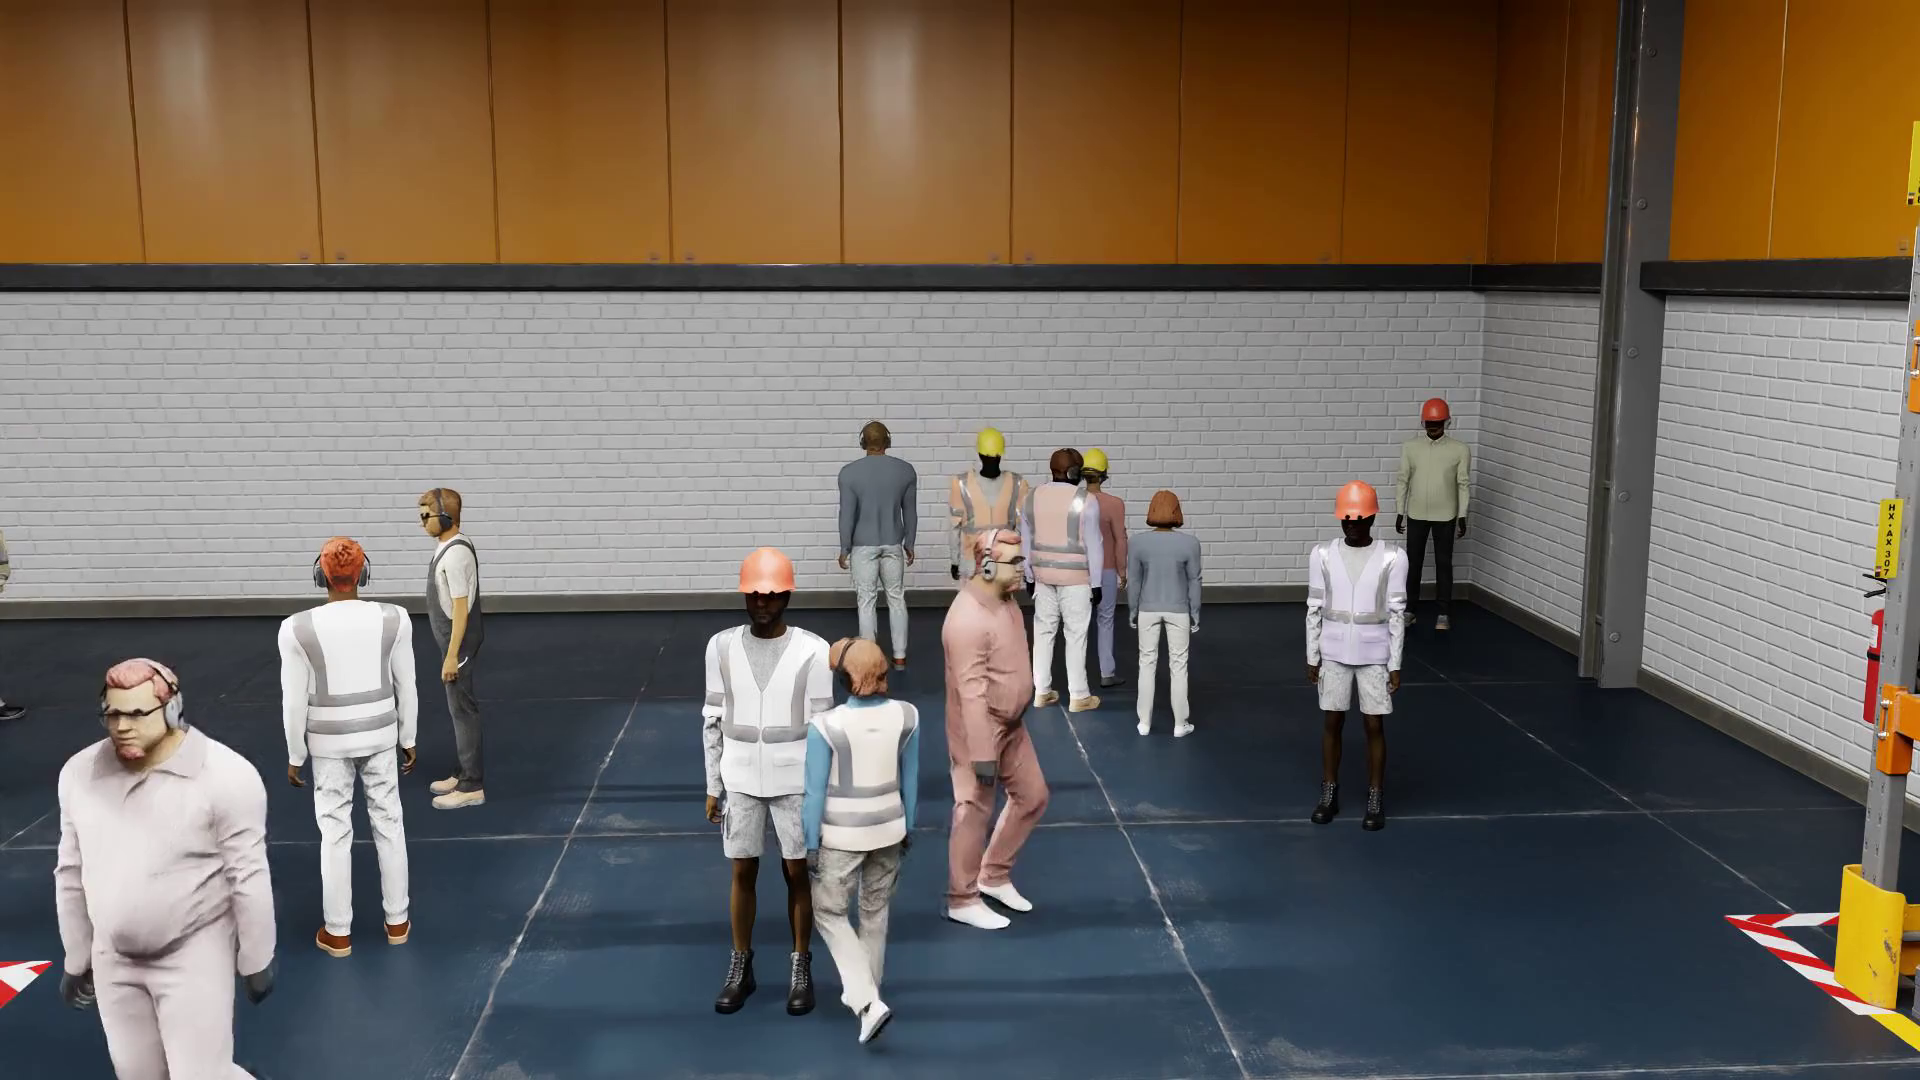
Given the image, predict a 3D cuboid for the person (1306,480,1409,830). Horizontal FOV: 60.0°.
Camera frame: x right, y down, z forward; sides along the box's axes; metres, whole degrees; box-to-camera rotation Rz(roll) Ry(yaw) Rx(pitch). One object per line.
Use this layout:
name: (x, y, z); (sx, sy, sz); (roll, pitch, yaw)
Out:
person: (2.158, 0.630, 9.116); (0.542, 1.933, 0.382); (4, 10, 23)

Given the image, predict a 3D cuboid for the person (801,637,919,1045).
person: (-0.379, 1.185, 6.582); (0.523, 1.631, 0.552); (-5, 11, -31)

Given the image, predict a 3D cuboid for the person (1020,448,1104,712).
person: (0.730, 0.274, 11.628); (0.631, 1.840, 0.428); (6, 11, 33)

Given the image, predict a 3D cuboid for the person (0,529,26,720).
person: (-6.703, 0.320, 11.348); (0.592, 1.837, 0.404); (8, 12, 40)

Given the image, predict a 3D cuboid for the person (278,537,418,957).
person: (-2.717, 0.919, 7.444); (0.575, 1.883, 0.355); (-5, 11, -31)

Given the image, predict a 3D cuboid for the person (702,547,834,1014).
person: (-0.788, 0.986, 6.835); (0.545, 1.943, 0.347); (1, 9, 4)

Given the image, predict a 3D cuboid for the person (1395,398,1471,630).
person: (4.044, -0.225, 14.276); (0.623, 1.991, 0.390); (4, 10, 25)

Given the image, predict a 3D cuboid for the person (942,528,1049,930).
person: (0.166, 0.878, 7.662); (0.513, 1.887, 0.681); (3, 10, 20)

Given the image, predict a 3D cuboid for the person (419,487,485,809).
person: (-2.899, 0.610, 9.511); (0.345, 1.843, 0.504); (-3, 9, -17)

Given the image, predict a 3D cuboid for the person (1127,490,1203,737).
person: (1.344, 0.484, 10.948); (0.497, 1.635, 0.286); (2, 9, 15)

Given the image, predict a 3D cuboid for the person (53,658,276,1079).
person: (-2.461, 1.274, 5.202); (0.659, 1.894, 0.504); (1, 9, 8)

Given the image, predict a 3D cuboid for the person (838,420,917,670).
person: (-0.628, 0.053, 12.707); (0.635, 1.935, 0.349); (-4, 10, -21)

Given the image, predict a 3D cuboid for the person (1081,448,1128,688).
person: (0.991, 0.207, 12.268); (0.525, 1.772, 0.304); (5, 10, 27)

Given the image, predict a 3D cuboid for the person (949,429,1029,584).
person: (0.239, 0.128, 12.348); (0.600, 1.895, 0.775); (-1, 9, -7)
